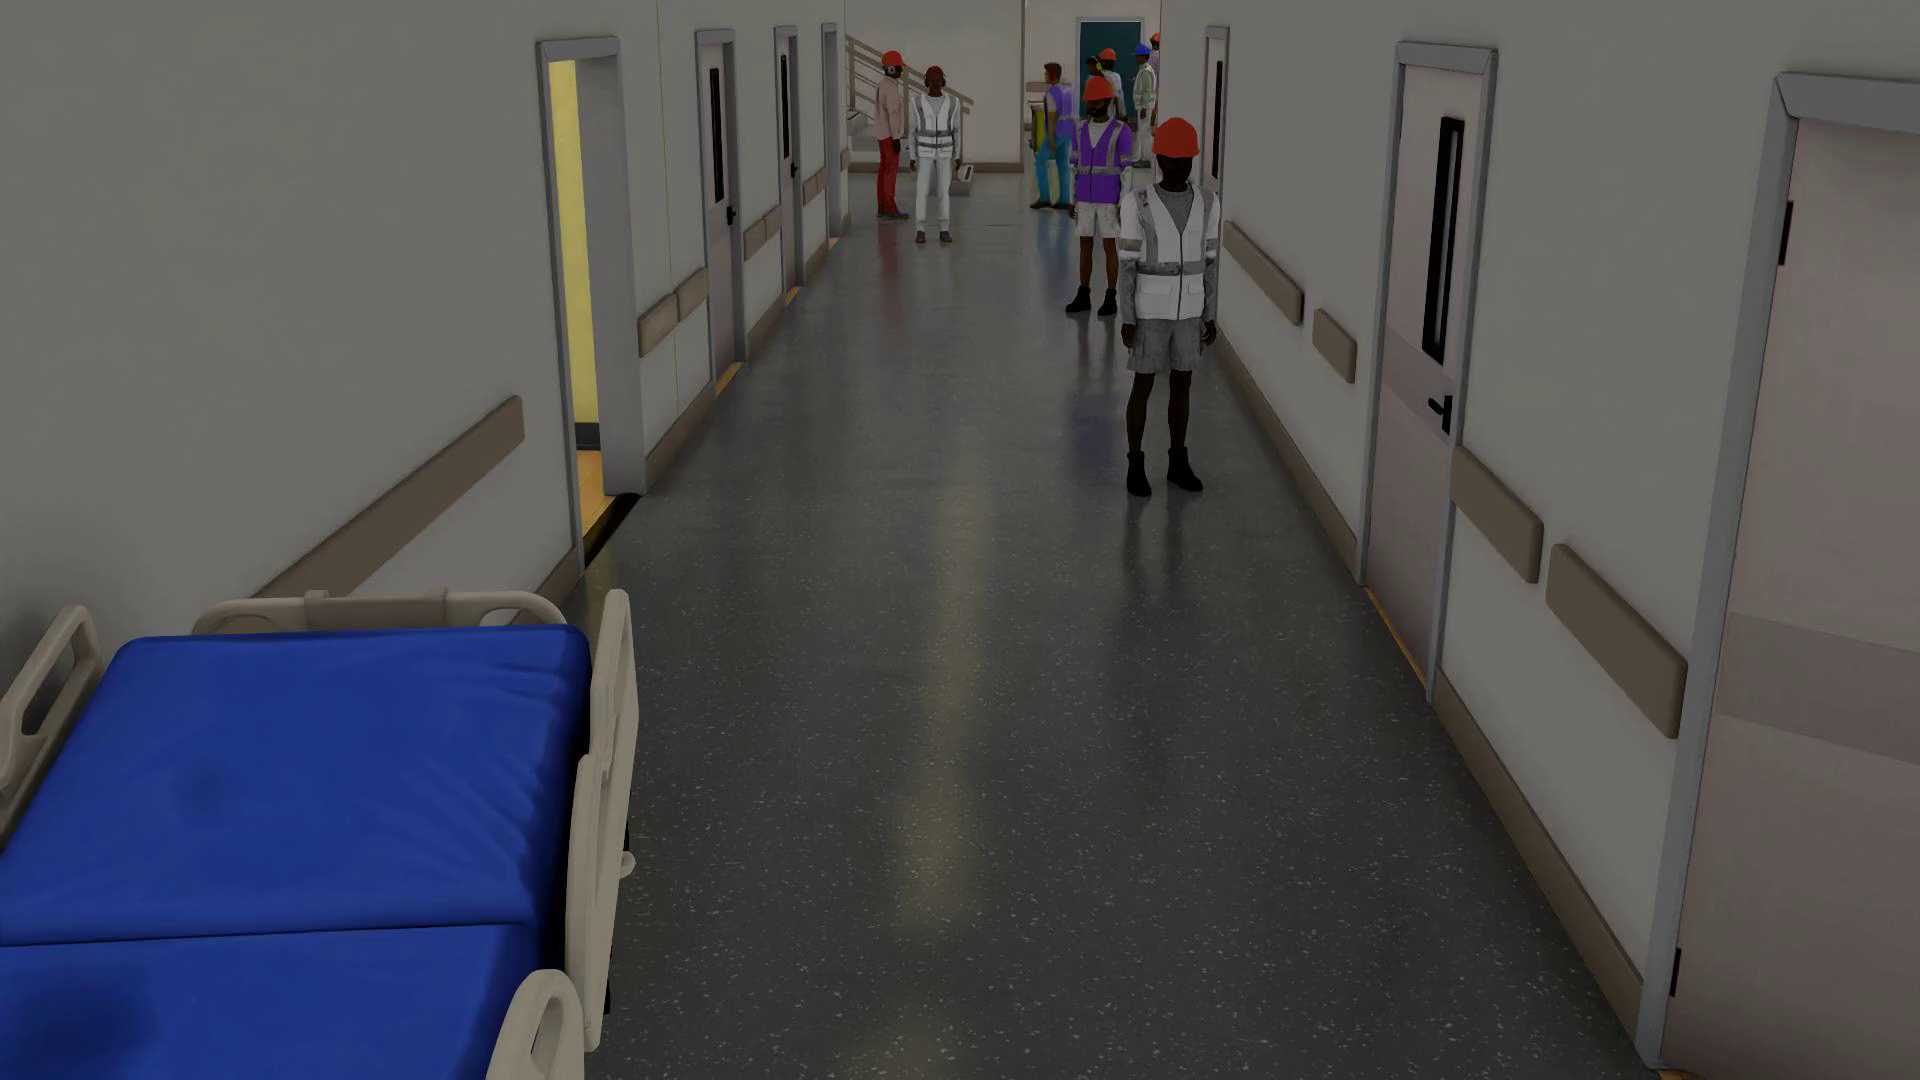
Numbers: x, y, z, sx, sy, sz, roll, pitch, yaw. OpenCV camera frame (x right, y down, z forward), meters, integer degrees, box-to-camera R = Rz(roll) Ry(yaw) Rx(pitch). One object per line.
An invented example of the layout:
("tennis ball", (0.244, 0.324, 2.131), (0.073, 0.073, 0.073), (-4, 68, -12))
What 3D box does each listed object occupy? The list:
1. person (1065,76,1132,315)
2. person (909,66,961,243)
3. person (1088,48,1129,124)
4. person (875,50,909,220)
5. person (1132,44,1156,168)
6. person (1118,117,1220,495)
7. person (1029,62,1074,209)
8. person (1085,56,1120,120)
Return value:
("person", (1.136, -2.837, 13.776), (0.551, 1.936, 0.357), (10, 20, 29))
("person", (-0.272, -4.192, 18.126), (0.575, 1.881, 0.356), (-3, 18, -8))
("person", (2.286, -6.530, 25.448), (0.922, 1.899, 0.566), (-17, 24, -42))
("person", (-0.830, -4.892, 20.142), (0.394, 1.992, 0.622), (-6, 18, -17))
("person", (2.949, -6.982, 26.787), (0.405, 1.946, 0.609), (1, 18, 4))
("person", (1.087, -1.193, 8.614), (0.546, 1.938, 0.360), (-5, 18, -16))
("person", (1.151, -5.137, 21.196), (0.633, 1.826, 0.573), (11, 21, 32))
("person", (2.044, -6.029, 23.970), (0.572, 1.832, 0.404), (13, 22, 36))
